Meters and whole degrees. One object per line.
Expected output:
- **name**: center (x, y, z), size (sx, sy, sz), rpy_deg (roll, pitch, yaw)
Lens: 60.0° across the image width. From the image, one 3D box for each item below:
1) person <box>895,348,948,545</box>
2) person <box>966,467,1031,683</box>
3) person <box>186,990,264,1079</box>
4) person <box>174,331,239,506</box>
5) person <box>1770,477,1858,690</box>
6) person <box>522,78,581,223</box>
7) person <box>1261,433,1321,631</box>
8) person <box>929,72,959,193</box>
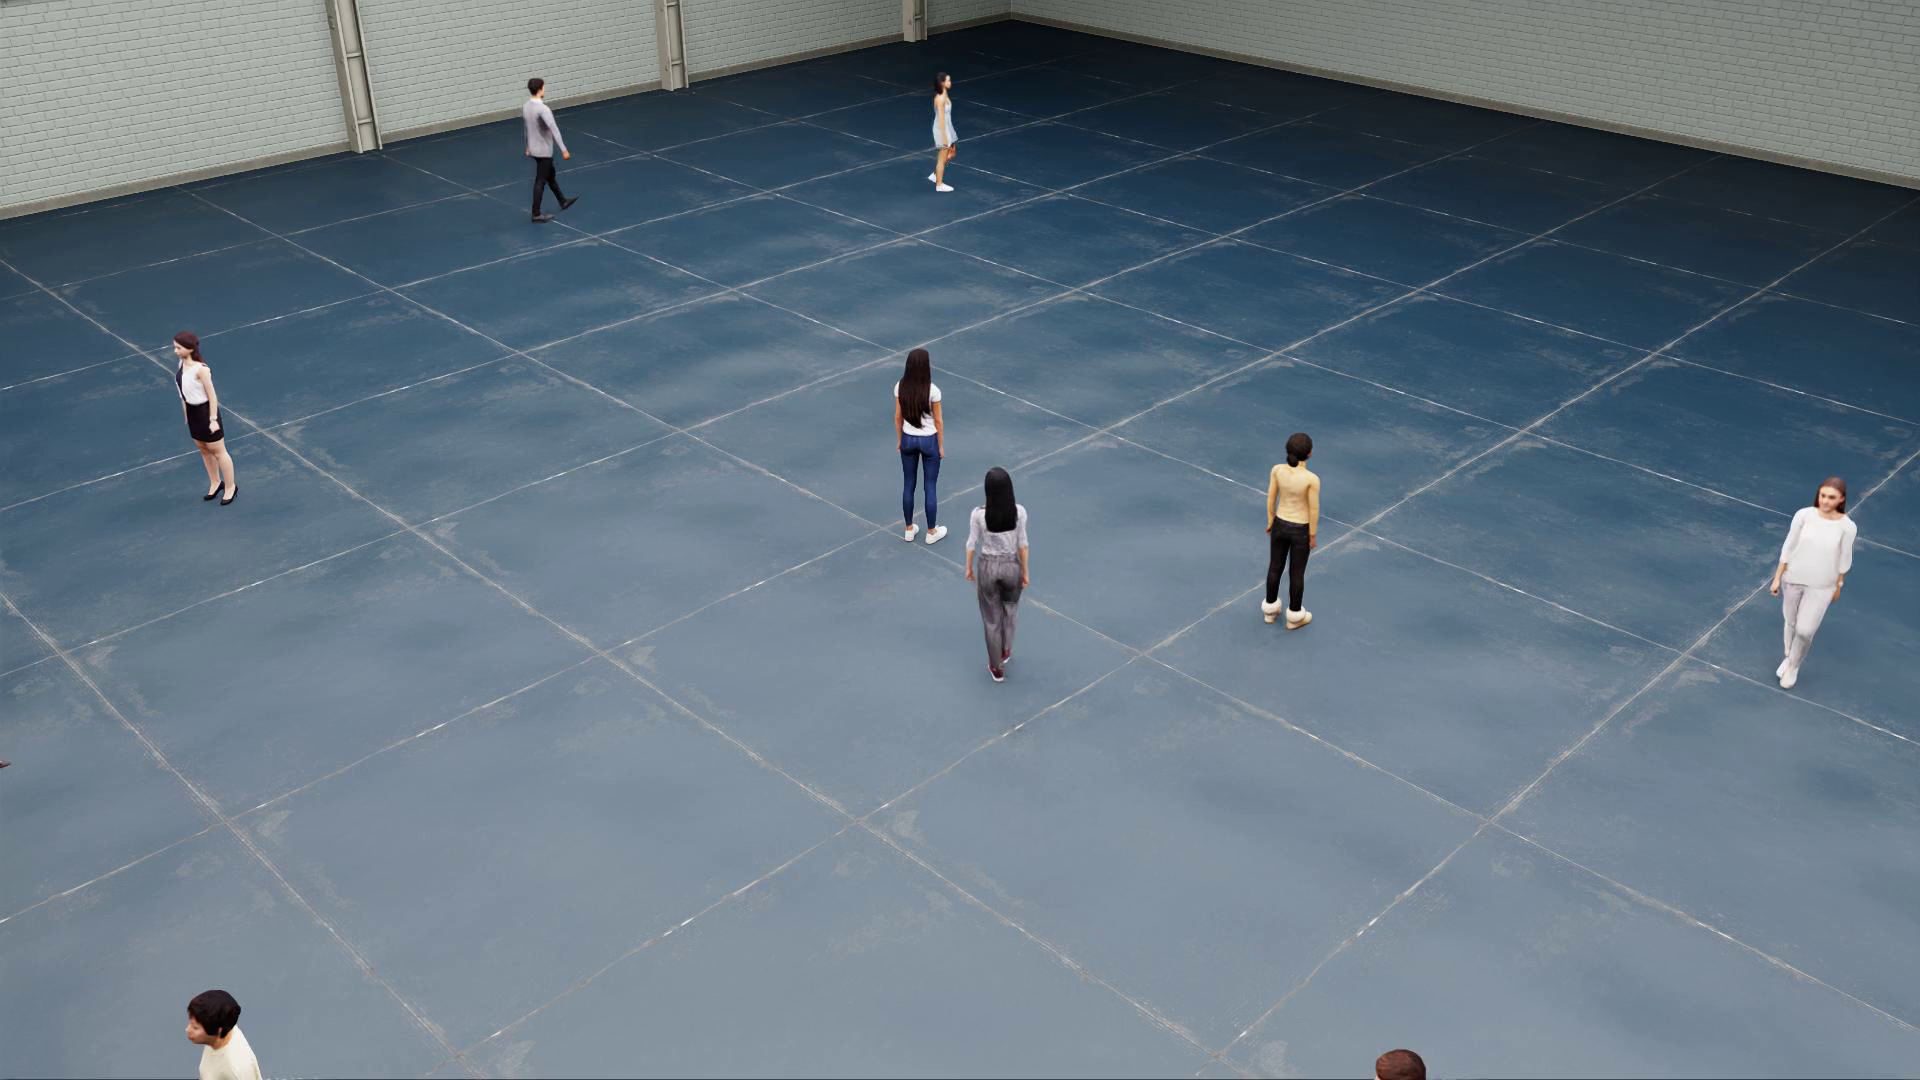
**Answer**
- **person**: center (-0.349, -0.809, 14.333), size (0.661, 1.774, 0.643), rpy_deg (11, 30, 20)
- **person**: center (0.297, 0.292, 12.323), size (0.751, 1.721, 0.819), rpy_deg (-2, 28, -4)
- **person**: center (-3.318, 2.747, 7.902), size (1.066, 1.544, 0.754), rpy_deg (-16, 32, -27)
- **person**: center (-6.832, -1.104, 15.021), size (0.608, 1.648, 0.583), rpy_deg (15, 32, 26)
- **person**: center (6.353, 0.276, 12.403), size (0.636, 1.674, 0.666), rpy_deg (22, 35, 35)
- **person**: center (-5.754, -5.251, 22.555), size (1.115, 1.886, 0.801), rpy_deg (-21, 35, -34)
- **person**: center (2.611, -0.084, 13.093), size (0.618, 1.660, 0.584), rpy_deg (19, 34, 32)
- **person**: center (-0.331, -5.844, 23.843), size (0.832, 1.722, 0.769), rpy_deg (3, 28, 5)
